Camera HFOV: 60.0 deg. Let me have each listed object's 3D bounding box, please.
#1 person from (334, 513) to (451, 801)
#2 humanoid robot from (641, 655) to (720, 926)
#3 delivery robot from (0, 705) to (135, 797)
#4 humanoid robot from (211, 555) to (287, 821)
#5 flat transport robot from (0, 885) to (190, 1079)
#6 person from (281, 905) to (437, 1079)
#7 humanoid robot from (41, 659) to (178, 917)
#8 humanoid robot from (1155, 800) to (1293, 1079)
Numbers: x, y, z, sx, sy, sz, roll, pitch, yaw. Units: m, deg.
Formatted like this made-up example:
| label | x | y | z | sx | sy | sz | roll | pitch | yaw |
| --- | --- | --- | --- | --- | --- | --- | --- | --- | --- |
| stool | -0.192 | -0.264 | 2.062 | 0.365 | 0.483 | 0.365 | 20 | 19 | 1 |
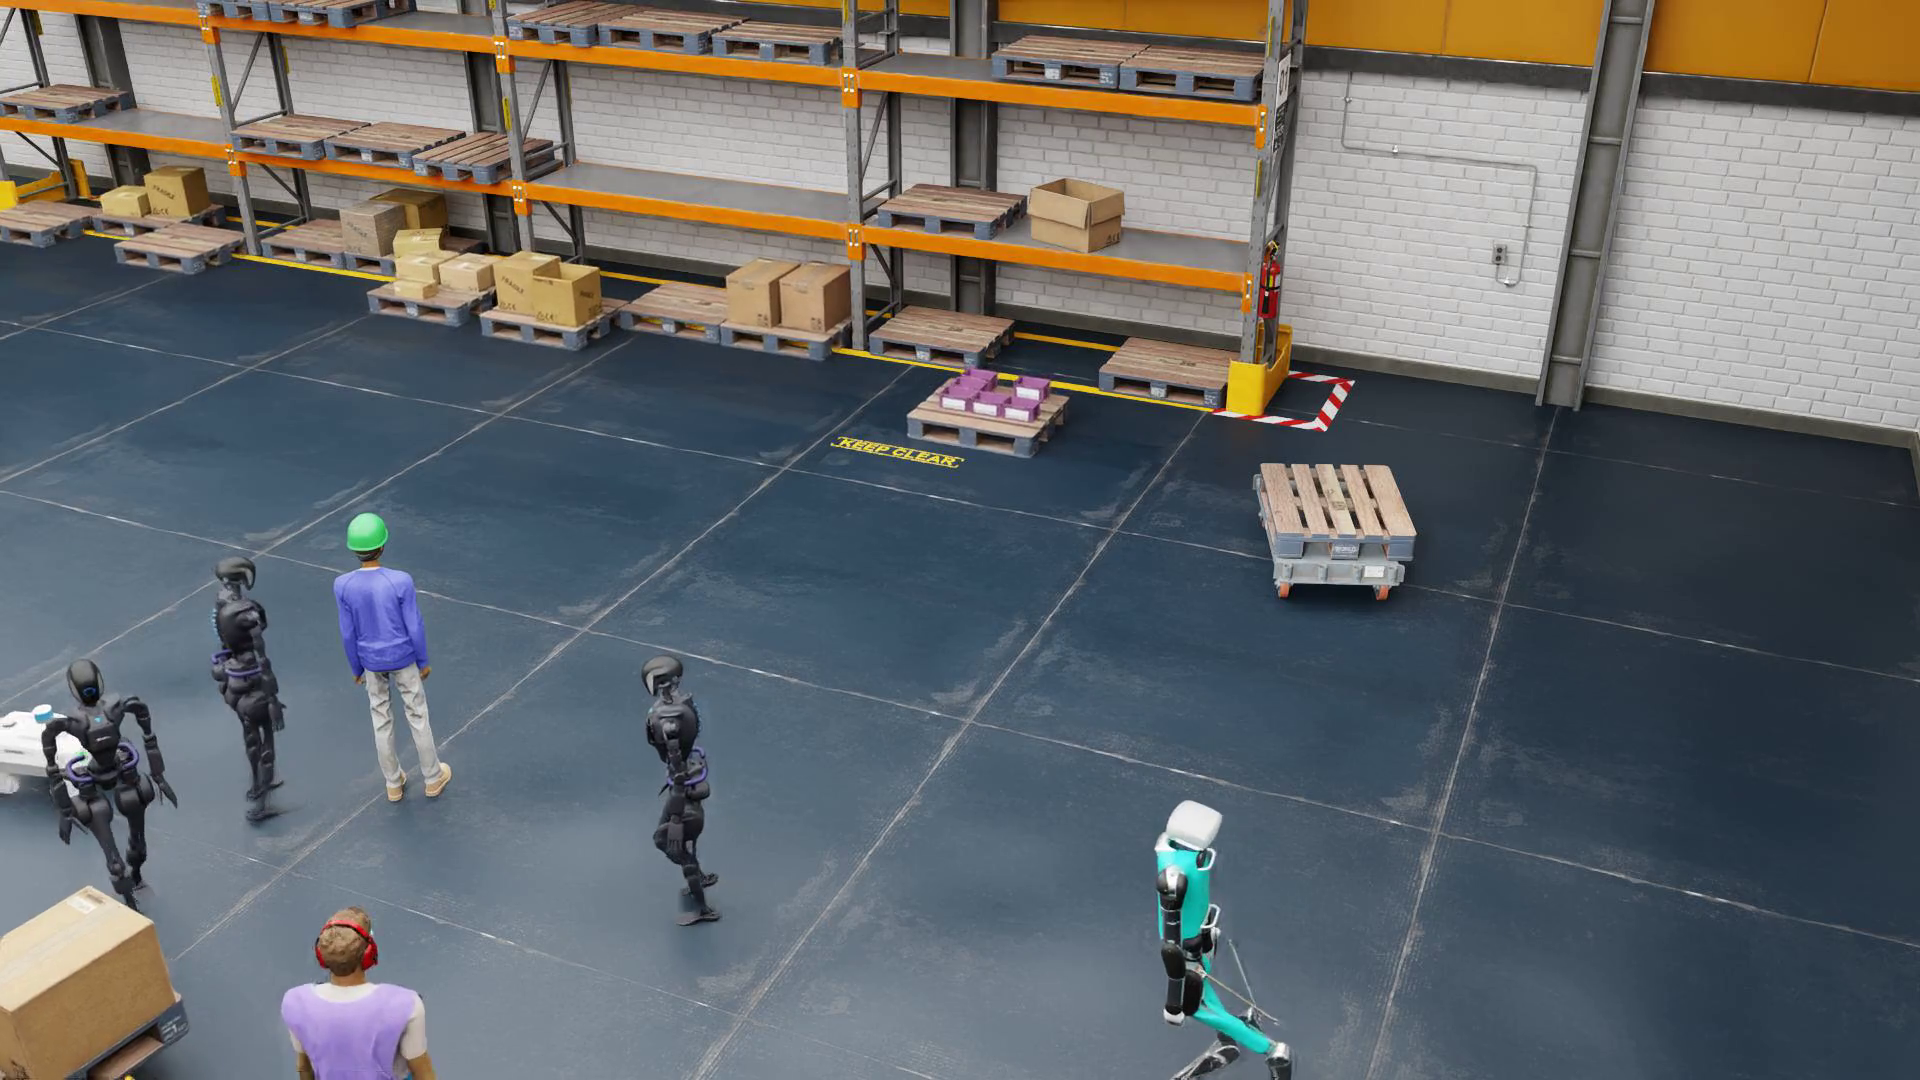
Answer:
| label | x | y | z | sx | sy | sz | roll | pitch | yaw |
| --- | --- | --- | --- | --- | --- | --- | --- | --- | --- |
| person | -3.371 | 0.701 | 9.825 | 0.459 | 1.874 | 0.354 | -3 | 27 | -5 |
| humanoid robot | -1.488 | 1.343 | 8.797 | 0.331 | 1.648 | 0.607 | -5 | 28 | -10 |
| delivery robot | -5.497 | 1.292 | 10.135 | 0.811 | 0.613 | 0.499 | 5 | 28 | 9 |
| humanoid robot | -4.194 | 0.859 | 9.754 | 0.609 | 1.669 | 0.378 | 24 | 35 | 38 |
| flat transport robot | -4.446 | 2.597 | 7.897 | 1.431 | 0.231 | 0.659 | 16 | 31 | 28 |
| person | -2.396 | 2.306 | 6.792 | 0.575 | 1.802 | 0.947 | -1 | 27 | -1 |
| humanoid robot | -4.509 | 1.332 | 8.836 | 0.584 | 1.643 | 0.594 | -22 | 34 | -36 |
| humanoid robot | 1.313 | 2.004 | 7.478 | 0.966 | 1.771 | 0.540 | 9 | 29 | 17 |
